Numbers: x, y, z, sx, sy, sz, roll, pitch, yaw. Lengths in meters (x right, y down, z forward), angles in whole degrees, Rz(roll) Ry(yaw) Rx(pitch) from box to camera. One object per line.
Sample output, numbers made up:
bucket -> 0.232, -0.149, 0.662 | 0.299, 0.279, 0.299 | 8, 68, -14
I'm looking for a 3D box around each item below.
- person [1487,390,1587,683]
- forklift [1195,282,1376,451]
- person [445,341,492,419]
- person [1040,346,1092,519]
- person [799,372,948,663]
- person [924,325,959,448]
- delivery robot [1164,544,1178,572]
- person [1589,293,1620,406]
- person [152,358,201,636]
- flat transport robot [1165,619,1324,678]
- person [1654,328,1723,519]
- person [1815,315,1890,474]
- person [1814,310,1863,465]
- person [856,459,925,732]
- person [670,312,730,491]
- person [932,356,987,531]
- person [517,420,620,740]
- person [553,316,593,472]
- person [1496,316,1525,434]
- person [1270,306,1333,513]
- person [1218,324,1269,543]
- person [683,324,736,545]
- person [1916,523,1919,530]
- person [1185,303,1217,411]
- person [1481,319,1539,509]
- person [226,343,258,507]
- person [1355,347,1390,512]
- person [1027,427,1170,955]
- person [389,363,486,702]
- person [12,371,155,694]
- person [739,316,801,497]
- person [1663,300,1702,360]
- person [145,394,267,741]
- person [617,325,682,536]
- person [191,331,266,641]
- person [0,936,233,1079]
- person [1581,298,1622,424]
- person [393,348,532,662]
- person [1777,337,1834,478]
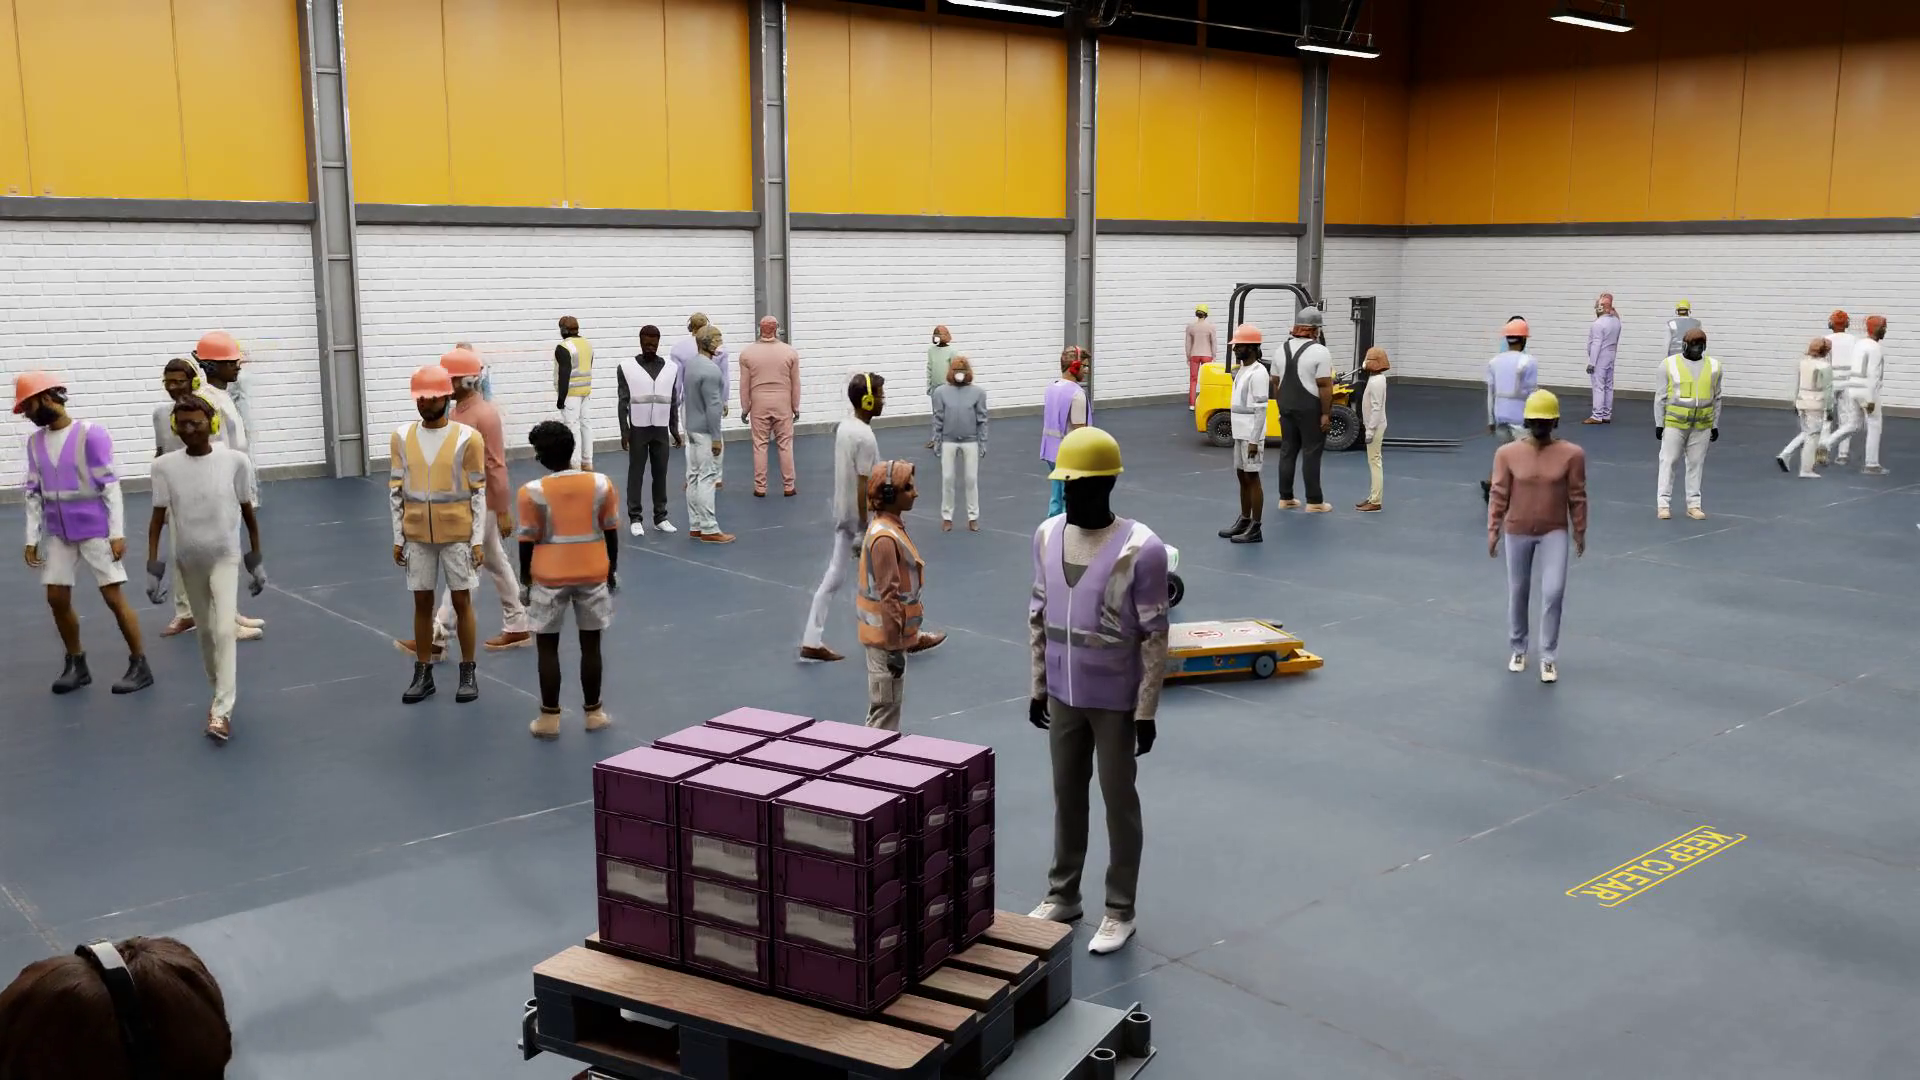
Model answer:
person -> 3.432, -0.019, 9.919 | 0.552, 1.743, 0.713 | 3, 10, 19
forklift -> 4.328, -2.346, 22.227 | 2.313, 2.155, 1.214 | 3, 10, 16
person -> -5.314, -1.324, 17.928 | 0.520, 1.624, 0.522 | -3, 10, -15
person -> 0.835, -0.586, 12.964 | 0.390, 1.838, 0.563 | -4, 11, -24
person -> -0.584, -0.138, 10.407 | 0.980, 1.820, 0.513 | -5, 11, -29
person -> -0.234, -2.003, 21.856 | 0.501, 1.633, 0.286 | 7, 12, 36
delivery robot -> 1.209, 0.156, 12.080 | 0.707, 0.478, 0.477 | -1, 10, -10
person -> 10.896, -3.214, 28.158 | 0.399, 1.905, 0.642 | 7, 12, 35
person -> -5.135, -0.282, 11.101 | 0.530, 1.866, 0.313 | 0, 10, 2
flat transport robot -> 1.429, 0.674, 10.169 | 1.431, 0.197, 0.652 | -3, 10, -17
person -> 7.020, -1.114, 16.045 | 0.627, 1.845, 0.429 | 1, 10, 4
person -> 10.461, -1.688, 19.388 | 0.759, 1.858, 0.595 | 0, 10, 1
person -> 10.629, -1.847, 20.206 | 0.573, 1.887, 0.354 | 1, 10, 5
person -> -0.310, 0.456, 7.444 | 0.309, 1.641, 0.514 | -1, 10, -3
person -> -2.795, -1.477, 17.910 | 0.640, 1.938, 0.394 | -3, 10, -18
person -> -0.005, -0.886, 15.344 | 0.502, 1.627, 0.278 | 0, 10, 0
person -> -2.051, 0.212, 8.756 | 0.560, 1.686, 0.336 | -5, 11, -26
person -> -4.552, -1.709, 19.535 | 0.429, 1.840, 0.632 | 3, 10, 19
person -> 7.814, -2.324, 23.553 | 0.318, 1.695, 0.539 | -1, 10, -4
person -> 3.454, -1.303, 16.571 | 0.536, 2.000, 0.683 | -8, 12, -38
person -> 2.531, -0.939, 14.734 | 0.360, 1.939, 0.543 | -2, 10, -9
person -> -2.246, -0.932, 14.705 | 0.375, 1.936, 0.628 | -5, 11, -27
person -> 8.887, -0.867, 14.365 | 0.999, 1.910, 0.636 | 4, 10, 20
person -> 3.951, -2.989, 27.245 | 0.524, 1.769, 0.308 | 3, 10, 19
person -> 5.433, -1.226, 16.460 | 0.724, 1.919, 0.560 | -6, 12, -33
person -> -7.274, -1.169, 16.682 | 0.510, 1.727, 0.385 | 9, 13, 43
person -> 4.103, -1.097, 16.544 | 0.280, 1.636, 0.500 | 3, 10, 14
person -> 0.480, 0.545, 6.078 | 0.589, 1.928, 0.386 | 9, 13, 41
person -> -2.962, -0.035, 9.446 | 0.542, 1.938, 0.358 | 0, 10, -1
person -> -5.105, -0.044, 9.651 | 0.607, 1.883, 0.370 | 2, 10, 11
person -> -1.994, -1.399, 17.522 | 0.639, 1.911, 0.402 | -1, 10, -6
person -> 11.804, -3.016, 27.229 | 0.586, 1.825, 0.404 | 1, 10, 9
person -> -4.024, 0.129, 8.851 | 0.560, 1.814, 0.996 | -2, 10, -13
person -> -2.842, -1.007, 15.211 | 0.588, 1.913, 0.390 | -6, 12, -33
person -> -4.845, -0.355, 11.009 | 0.374, 2.042, 0.615 | -3, 10, -17
person -> -0.858, 1.315, 1.853 | 0.653, 1.831, 0.453 | 8, 13, 41
person -> 9.678, -2.697, 25.131 | 0.638, 1.907, 0.408 | -8, 13, -40
person -> -3.171, -0.219, 10.458 | 0.980, 1.946, 0.660 | -6, 12, -33
person -> 9.679, -1.498, 18.943 | 0.419, 1.625, 0.517 | -2, 10, -9
